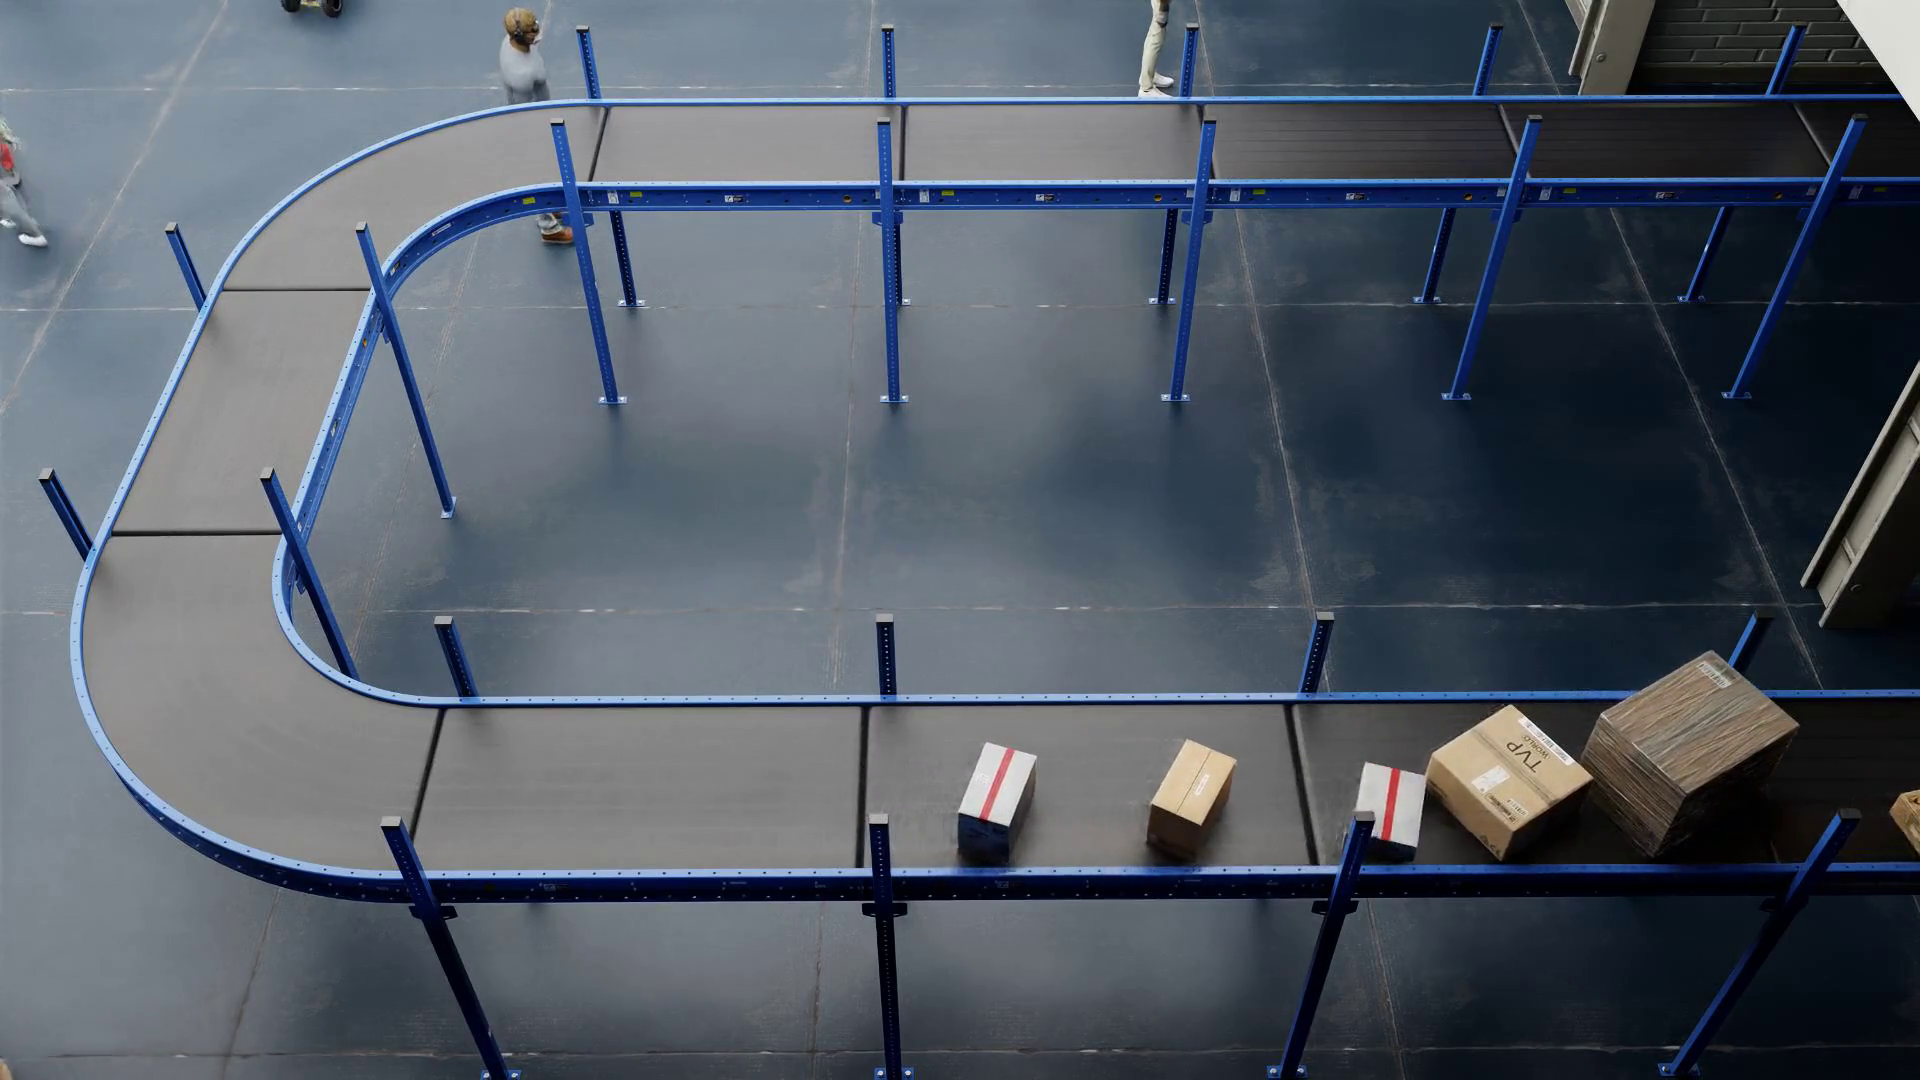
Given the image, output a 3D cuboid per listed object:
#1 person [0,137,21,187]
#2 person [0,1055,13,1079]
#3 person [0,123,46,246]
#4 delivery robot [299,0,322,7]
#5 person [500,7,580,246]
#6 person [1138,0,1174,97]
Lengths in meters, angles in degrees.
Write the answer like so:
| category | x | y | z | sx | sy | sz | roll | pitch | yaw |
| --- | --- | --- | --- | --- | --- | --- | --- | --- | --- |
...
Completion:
| category | x | y | z | sx | sy | sz | roll | pitch | yaw |
| --- | --- | --- | --- | --- | --- | --- | --- | --- | --- |
| person | -7.835 | -3.512 | 13.352 | 0.522 | 1.763 | 0.320 | -12 | 48 | -11 |
| person | -5.047 | 2.053 | 8.225 | 0.539 | 1.667 | 0.773 | -25 | 52 | -22 |
| person | -7.387 | -2.864 | 12.851 | 0.555 | 1.593 | 0.571 | 12 | 48 | 11 |
| delivery robot | -5.877 | -5.230 | 15.732 | 0.477 | 0.478 | 0.707 | 10 | 48 | 9 |
| person | -3.173 | -3.105 | 12.857 | 0.366 | 1.932 | 0.661 | -10 | 48 | -10 |
| person | 1.692 | -4.513 | 14.220 | 0.312 | 1.863 | 0.509 | 4 | 47 | 3 |
